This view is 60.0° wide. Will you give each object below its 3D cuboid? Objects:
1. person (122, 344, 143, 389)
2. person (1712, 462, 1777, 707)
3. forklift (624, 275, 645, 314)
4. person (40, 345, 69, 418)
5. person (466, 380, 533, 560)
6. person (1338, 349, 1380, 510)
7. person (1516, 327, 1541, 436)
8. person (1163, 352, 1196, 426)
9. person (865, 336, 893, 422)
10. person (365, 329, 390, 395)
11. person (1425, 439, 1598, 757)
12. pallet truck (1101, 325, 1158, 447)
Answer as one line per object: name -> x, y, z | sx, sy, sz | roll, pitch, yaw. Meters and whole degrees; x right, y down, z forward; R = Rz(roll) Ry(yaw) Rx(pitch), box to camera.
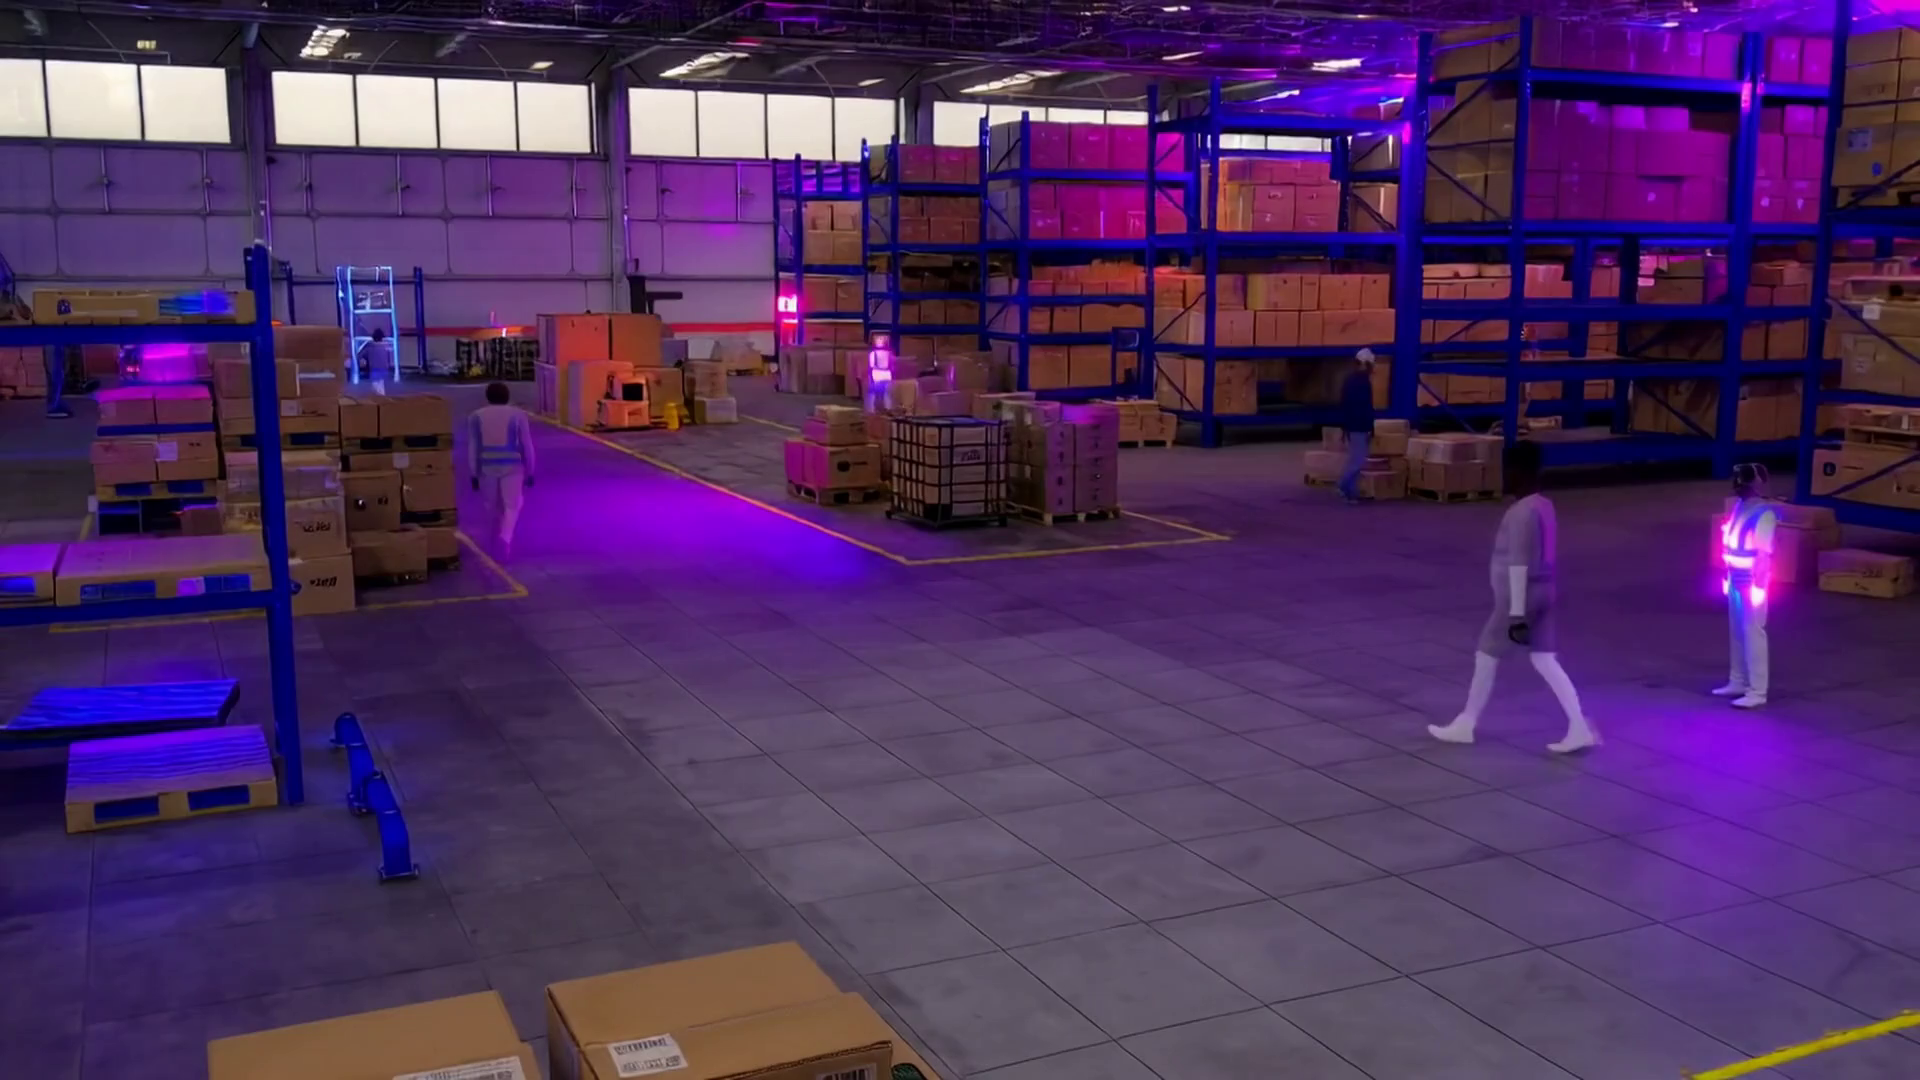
person -> -17.396, -3.675, 35.021 | 0.559, 1.918, 0.867 | 7, 11, 37
person -> 5.268, 0.292, 11.140 | 0.313, 1.632, 0.513 | 0, 9, 3
forklift -> -7.467, -4.742, 38.506 | 1.873, 2.768, 1.129 | -2, 9, -10
person -> -18.032, -3.387, 33.073 | 0.362, 1.929, 0.629 | -1, 9, -8
person -> -4.603, -0.689, 16.635 | 0.638, 1.820, 0.720 | 0, 9, 0
person -> 4.846, -1.344, 20.277 | 0.524, 1.959, 0.683 | 8, 12, 40
person -> 10.019, -2.792, 29.348 | 0.376, 1.931, 0.629 | 2, 9, 15
person -> 4.029, -3.061, 31.160 | 0.975, 1.879, 0.556 | -8, 12, -40
person -> -1.555, -3.123, 32.266 | 0.541, 1.651, 0.896 | -5, 11, -31
person -> -12.351, -3.641, 35.400 | 0.540, 1.685, 0.570 | -8, 12, -41
person -> 3.375, 0.347, 9.938 | 1.017, 1.917, 0.624 | 7, 12, 37
pallet truck -> 2.881, -2.596, 27.923 | 0.823, 1.965, 1.885 | -1, 9, -7
